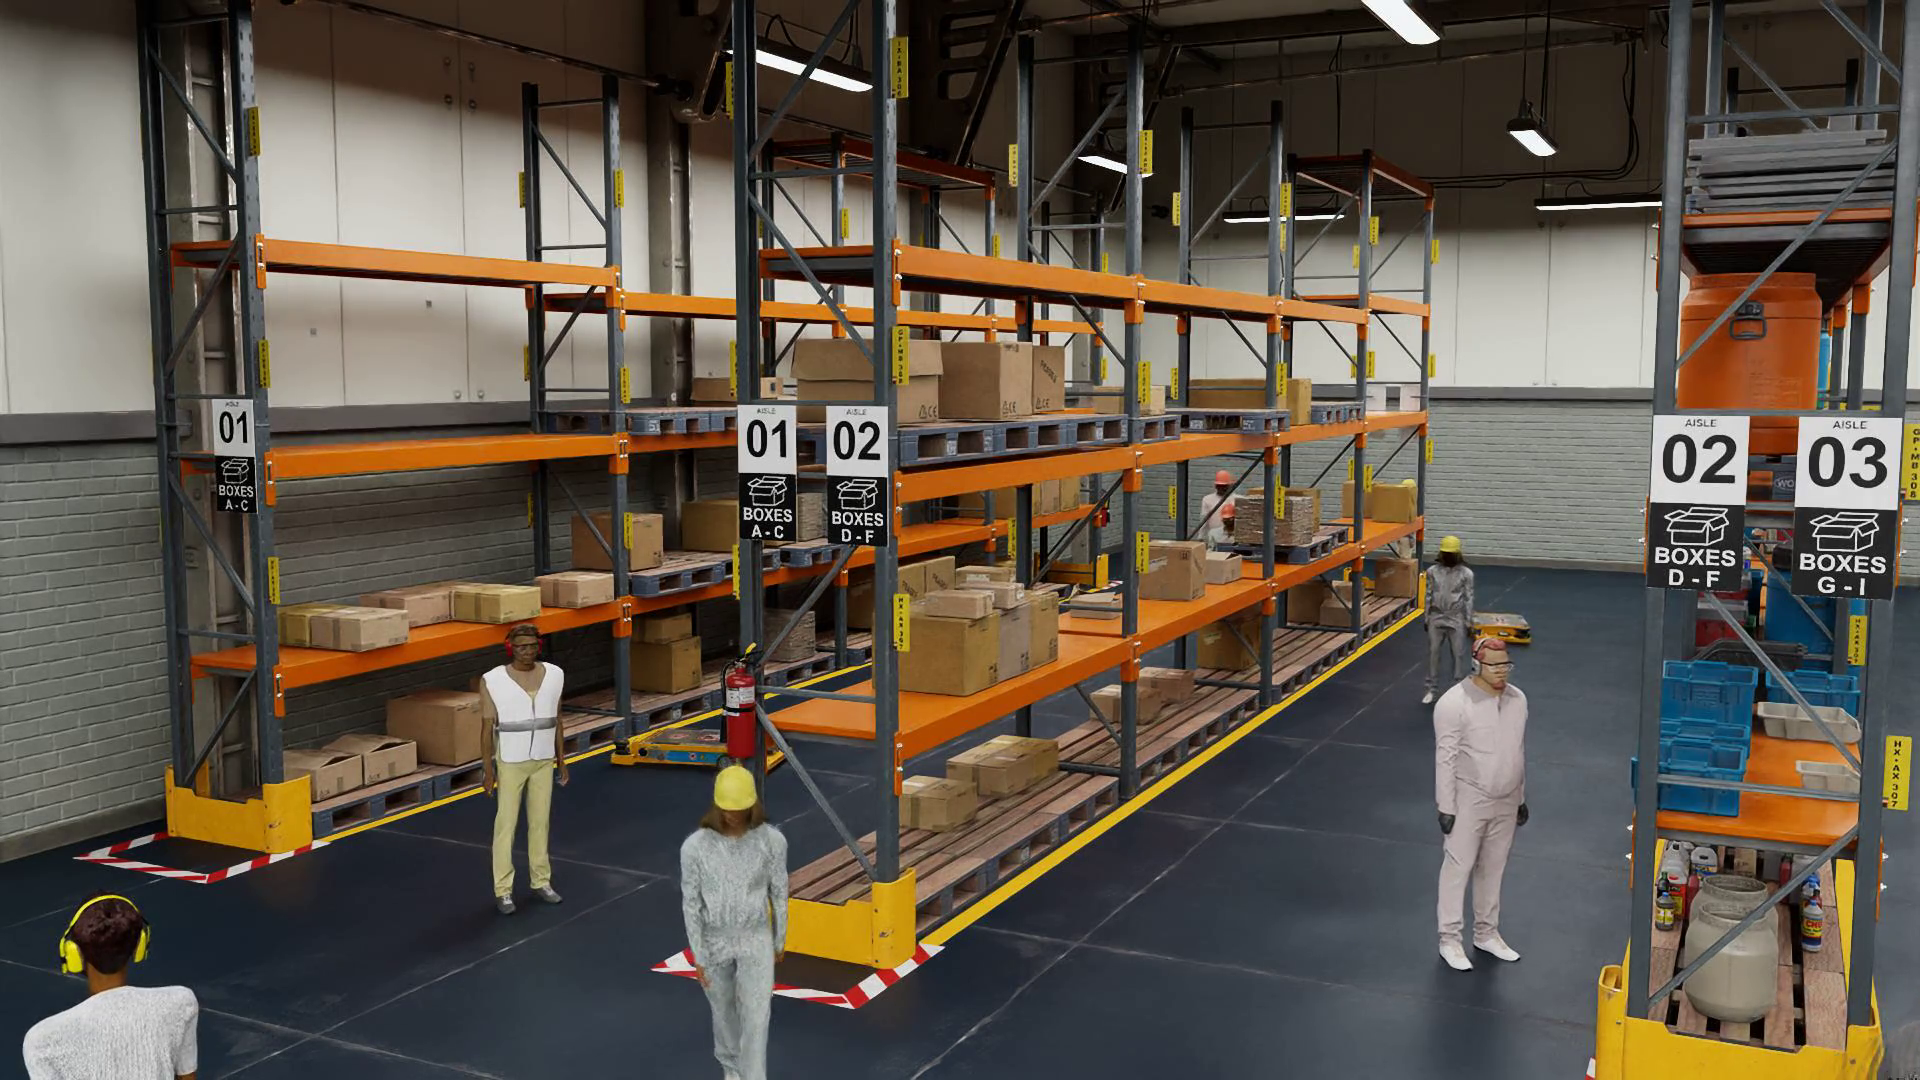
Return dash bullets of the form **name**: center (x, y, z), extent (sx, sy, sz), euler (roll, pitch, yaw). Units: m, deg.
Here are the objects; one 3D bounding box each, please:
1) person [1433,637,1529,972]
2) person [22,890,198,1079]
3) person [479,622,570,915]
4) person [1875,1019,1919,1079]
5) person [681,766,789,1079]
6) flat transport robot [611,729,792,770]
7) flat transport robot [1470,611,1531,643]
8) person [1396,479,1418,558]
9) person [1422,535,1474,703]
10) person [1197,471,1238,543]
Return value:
- **person**: center (3.023, 1.499, 9.559), extent (0.644, 1.907, 0.399), euler (-3, 6, -25)
- **person**: center (-2.545, 1.982, 5.032), extent (0.332, 1.872, 0.514), euler (5, 8, 42)
- **person**: center (-2.776, 1.424, 10.580), extent (0.570, 1.843, 0.373), euler (-5, 8, -41)
- **person**: center (2.756, 1.960, 4.427), extent (0.667, 2.000, 0.716), euler (-2, 6, -22)
- **person**: center (-1.008, 1.818, 7.511), extent (0.475, 1.683, 0.873), euler (-1, 6, -7)
- **flat transport robot**: center (-2.235, 1.806, 14.439), extent (1.431, 0.197, 0.652), euler (1, 6, 11)
- **flat transport robot**: center (6.874, 1.108, 21.233), extent (0.652, 0.197, 1.431), euler (1, 6, 13)
- **person**: center (6.778, -0.042, 25.218), extent (0.314, 1.767, 0.534), euler (0, 6, -5)
- **person**: center (4.975, 0.817, 16.978), extent (0.489, 1.743, 0.299), euler (3, 7, 27)
- **person**: center (3.700, -0.010, 23.893), extent (0.638, 1.968, 0.776), euler (3, 7, 27)
